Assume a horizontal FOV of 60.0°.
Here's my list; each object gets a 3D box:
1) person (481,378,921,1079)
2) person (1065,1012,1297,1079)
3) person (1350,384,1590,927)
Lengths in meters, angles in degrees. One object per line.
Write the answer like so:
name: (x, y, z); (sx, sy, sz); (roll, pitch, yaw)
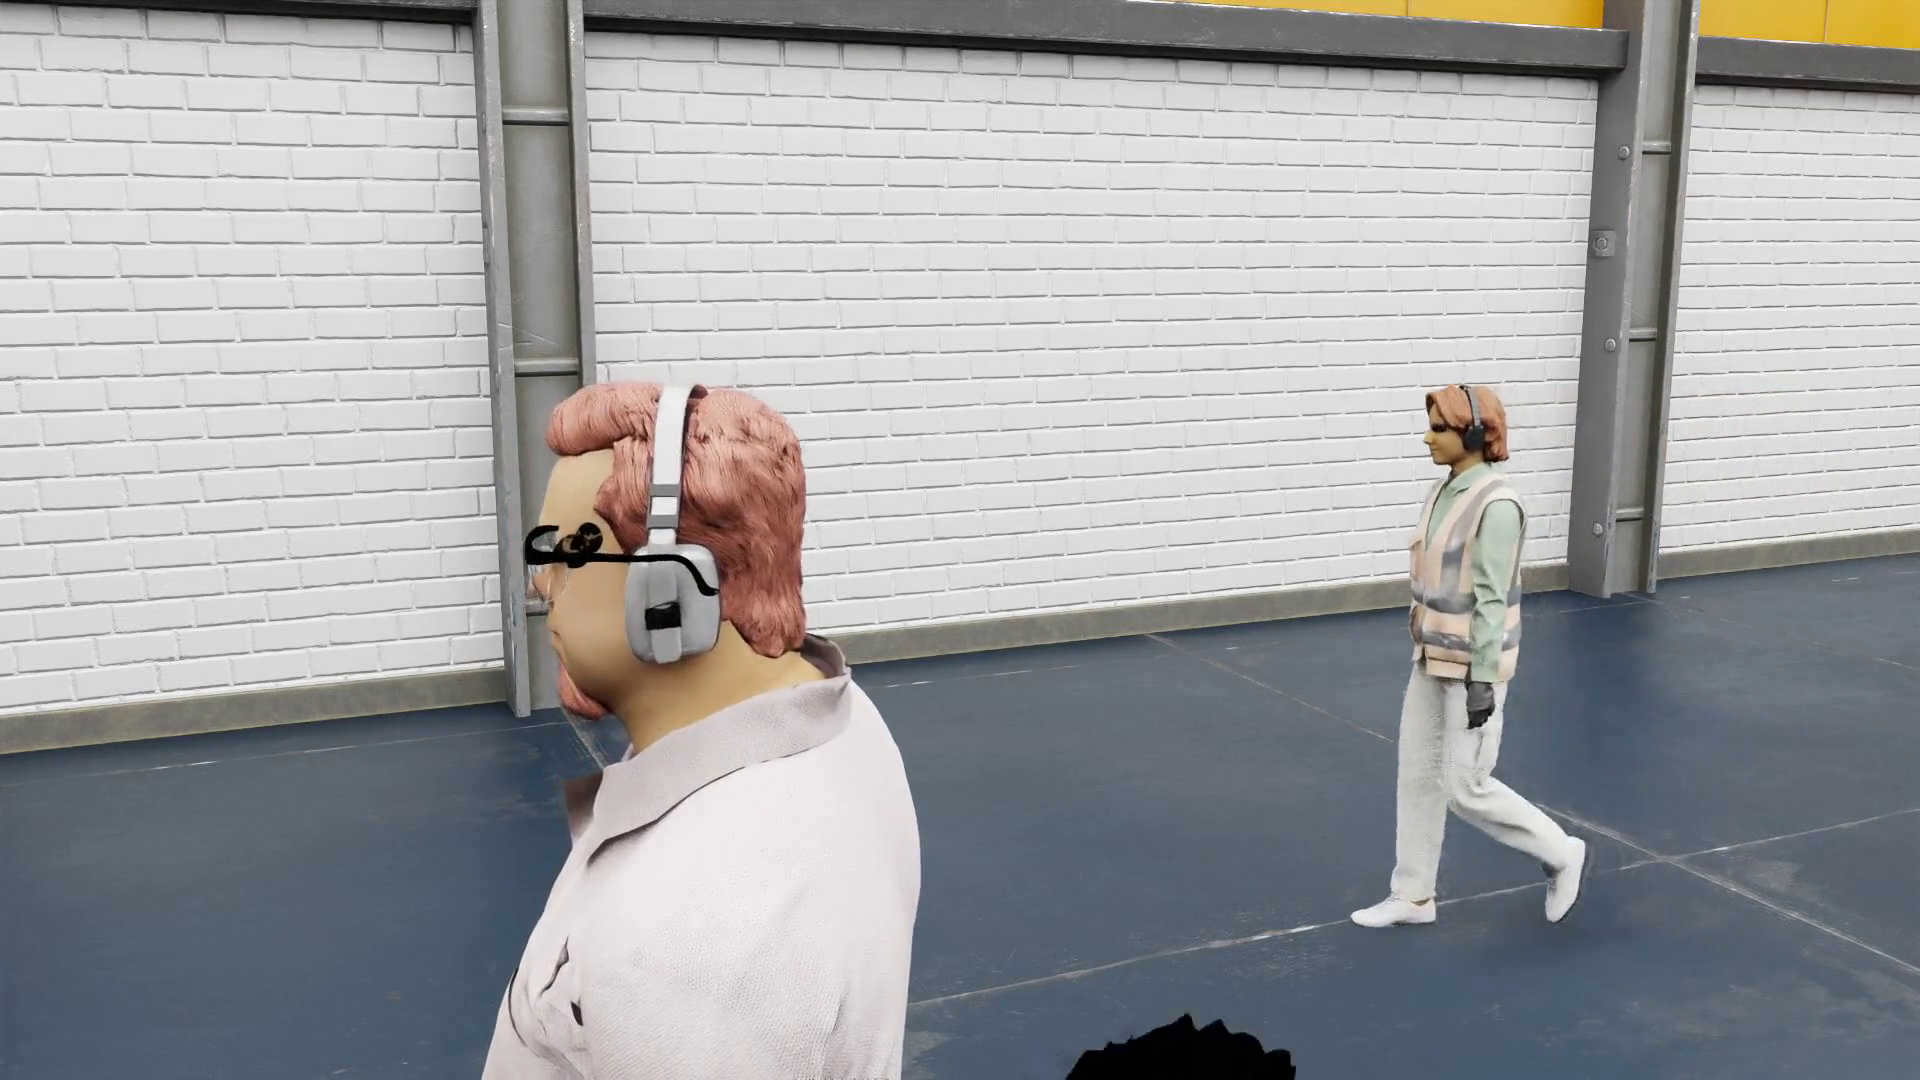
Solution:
person: (-0.243, 0.803, 1.550); (0.411, 1.908, 0.643); (0, 10, 1)
person: (0.071, 1.038, 1.034); (0.467, 1.616, 0.513); (0, 10, -2)
person: (1.491, 0.360, 4.774); (0.592, 1.620, 0.523); (-1, 10, -7)
